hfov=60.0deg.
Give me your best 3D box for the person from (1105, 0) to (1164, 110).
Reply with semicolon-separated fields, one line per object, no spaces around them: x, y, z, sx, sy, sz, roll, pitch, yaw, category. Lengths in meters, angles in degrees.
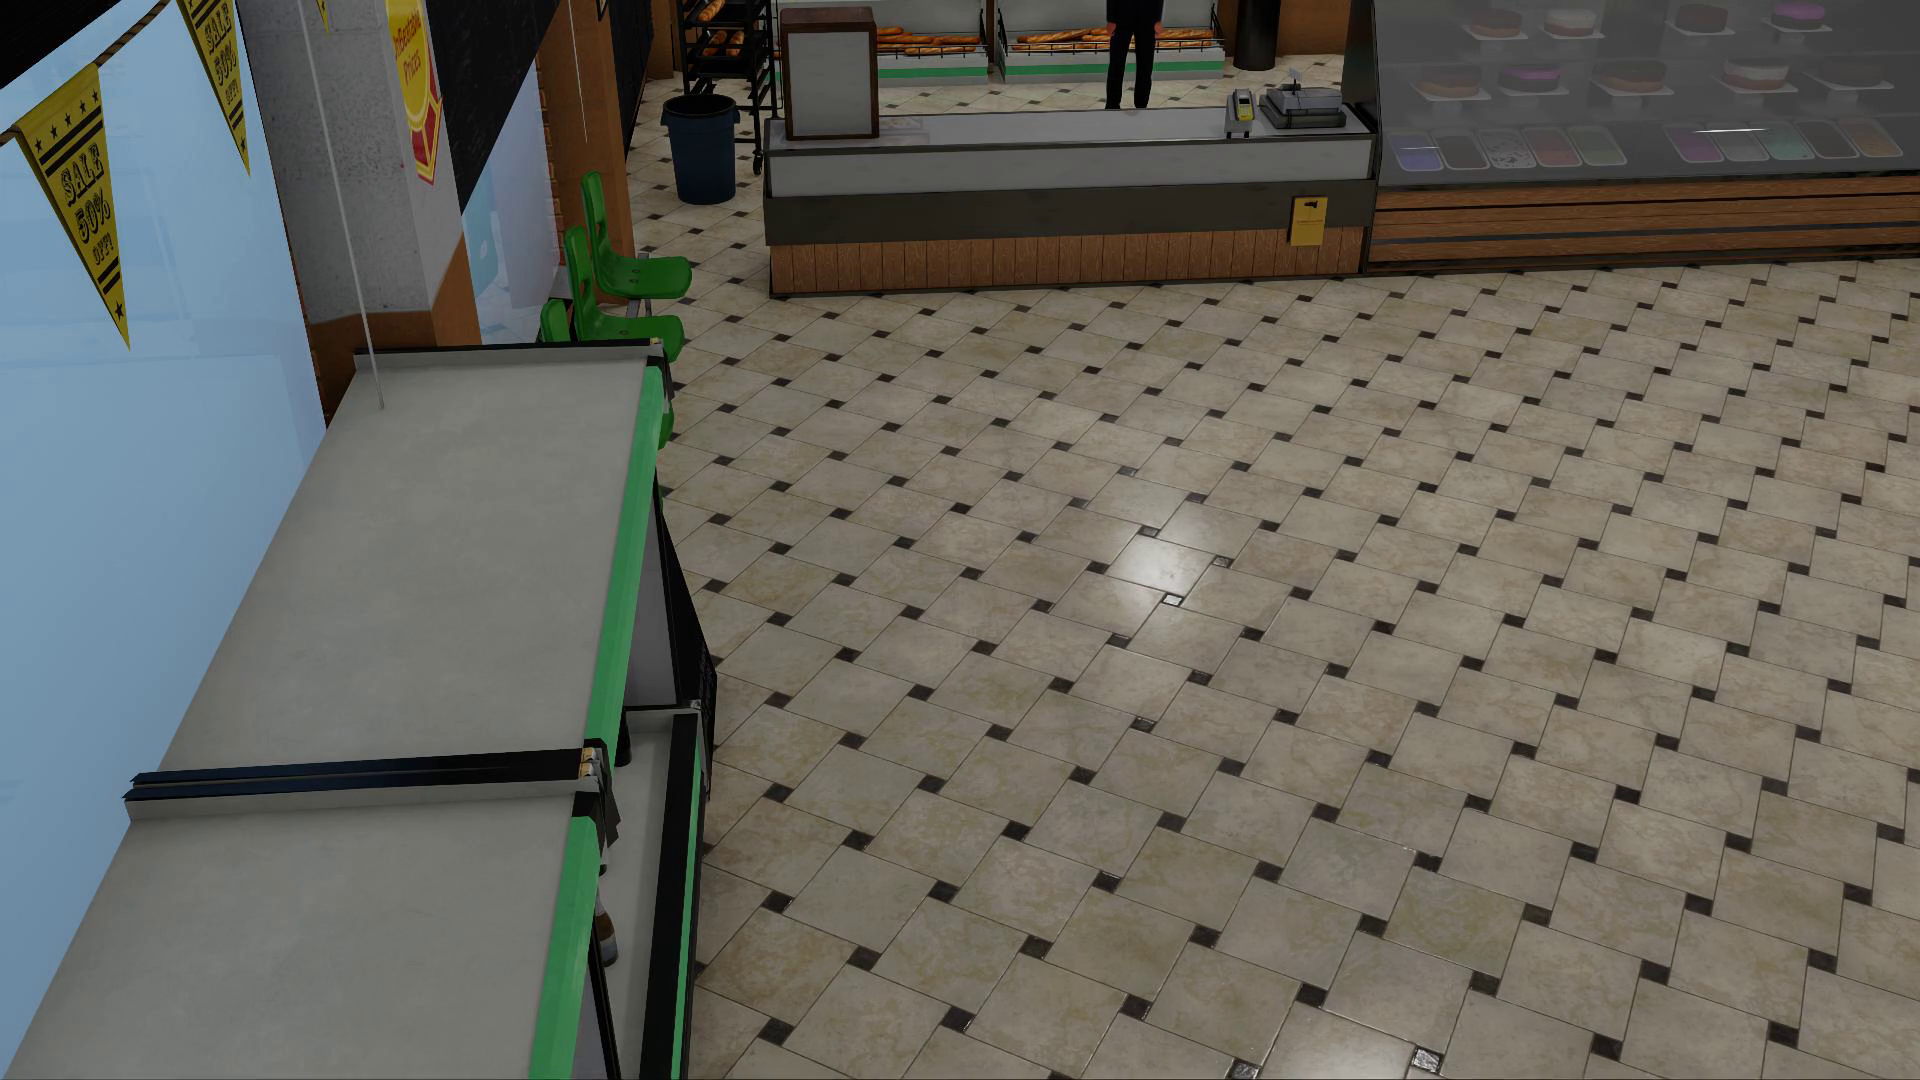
1.419;-4.247;13.479;0.610;1.868;0.566;-3;32;-4;person
